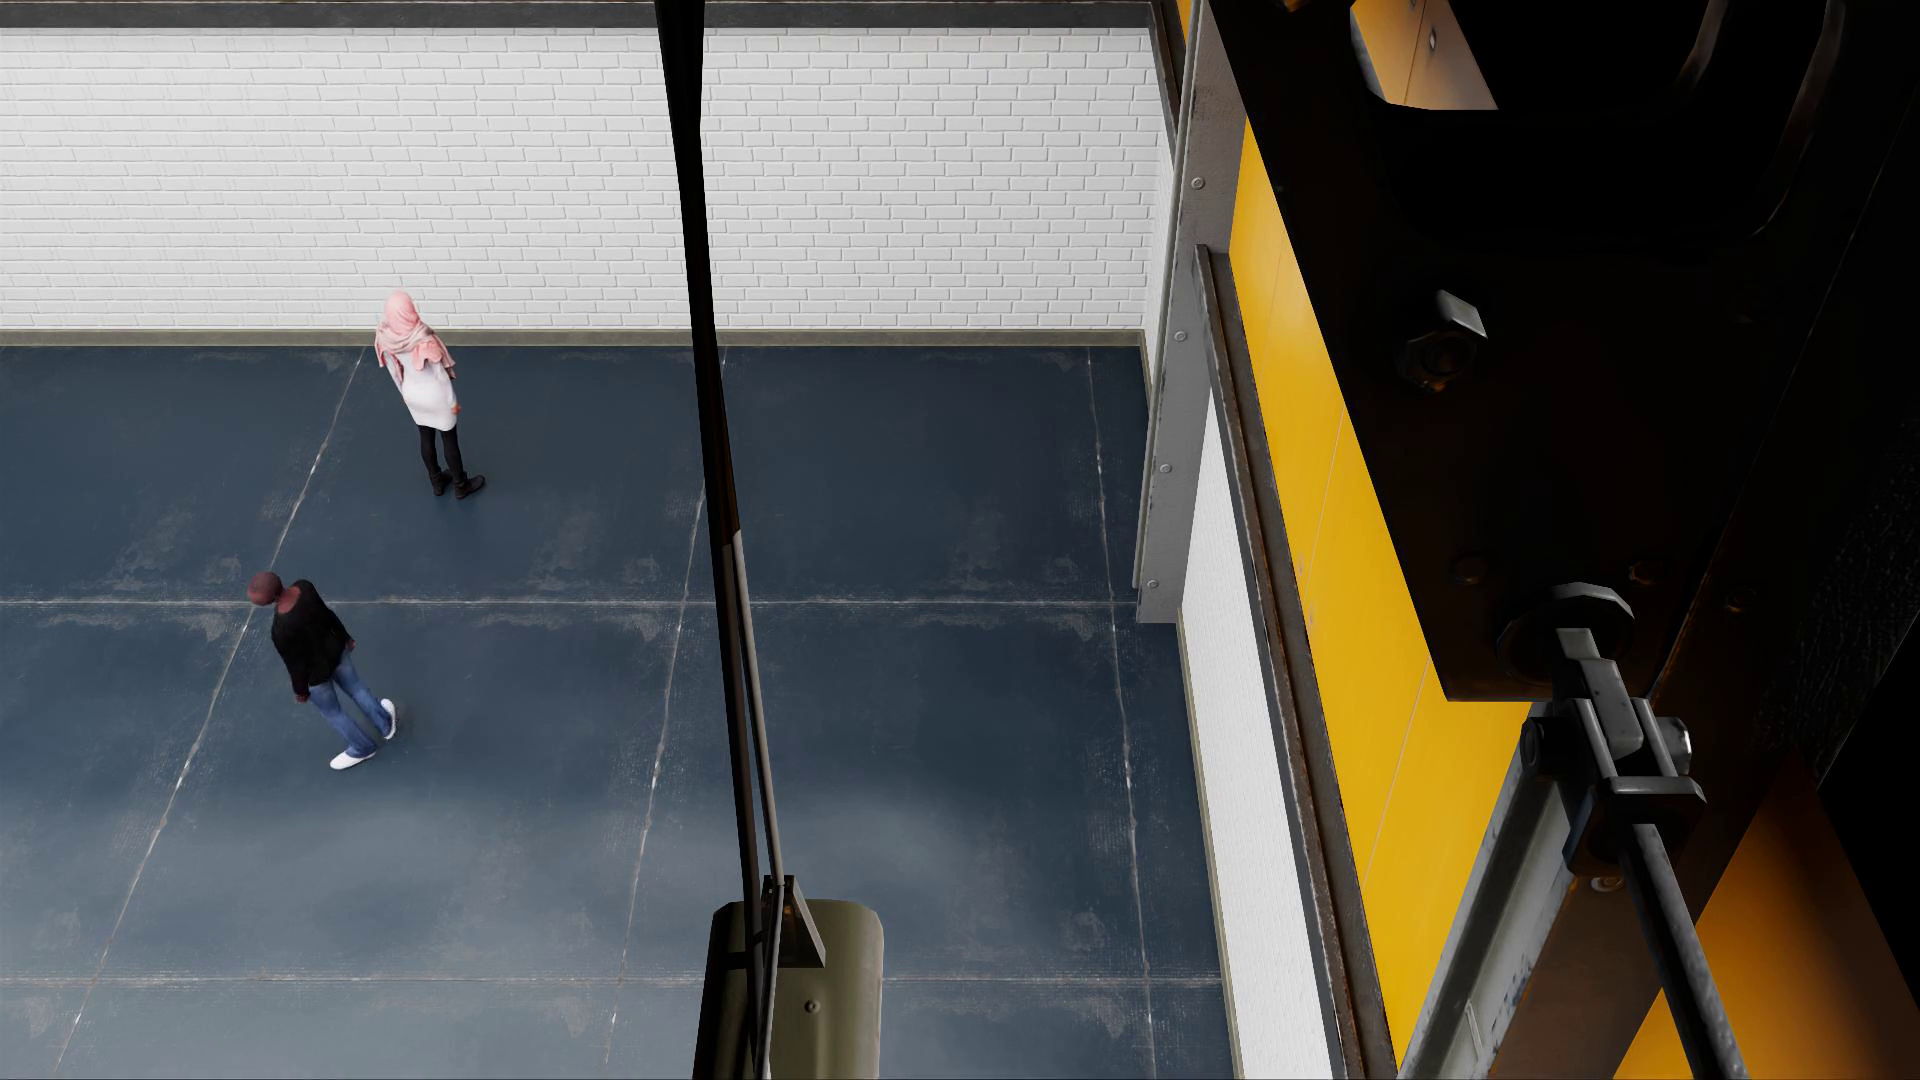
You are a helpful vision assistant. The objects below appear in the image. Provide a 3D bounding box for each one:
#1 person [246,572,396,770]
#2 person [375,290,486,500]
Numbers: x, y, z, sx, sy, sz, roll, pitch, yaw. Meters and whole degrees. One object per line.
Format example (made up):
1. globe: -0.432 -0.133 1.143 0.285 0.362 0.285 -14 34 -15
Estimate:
1. person: -3.822 0.721 10.112 0.897 1.717 0.604 15 46 15
2. person: -3.808 -1.029 11.888 0.705 1.800 0.700 13 45 14
